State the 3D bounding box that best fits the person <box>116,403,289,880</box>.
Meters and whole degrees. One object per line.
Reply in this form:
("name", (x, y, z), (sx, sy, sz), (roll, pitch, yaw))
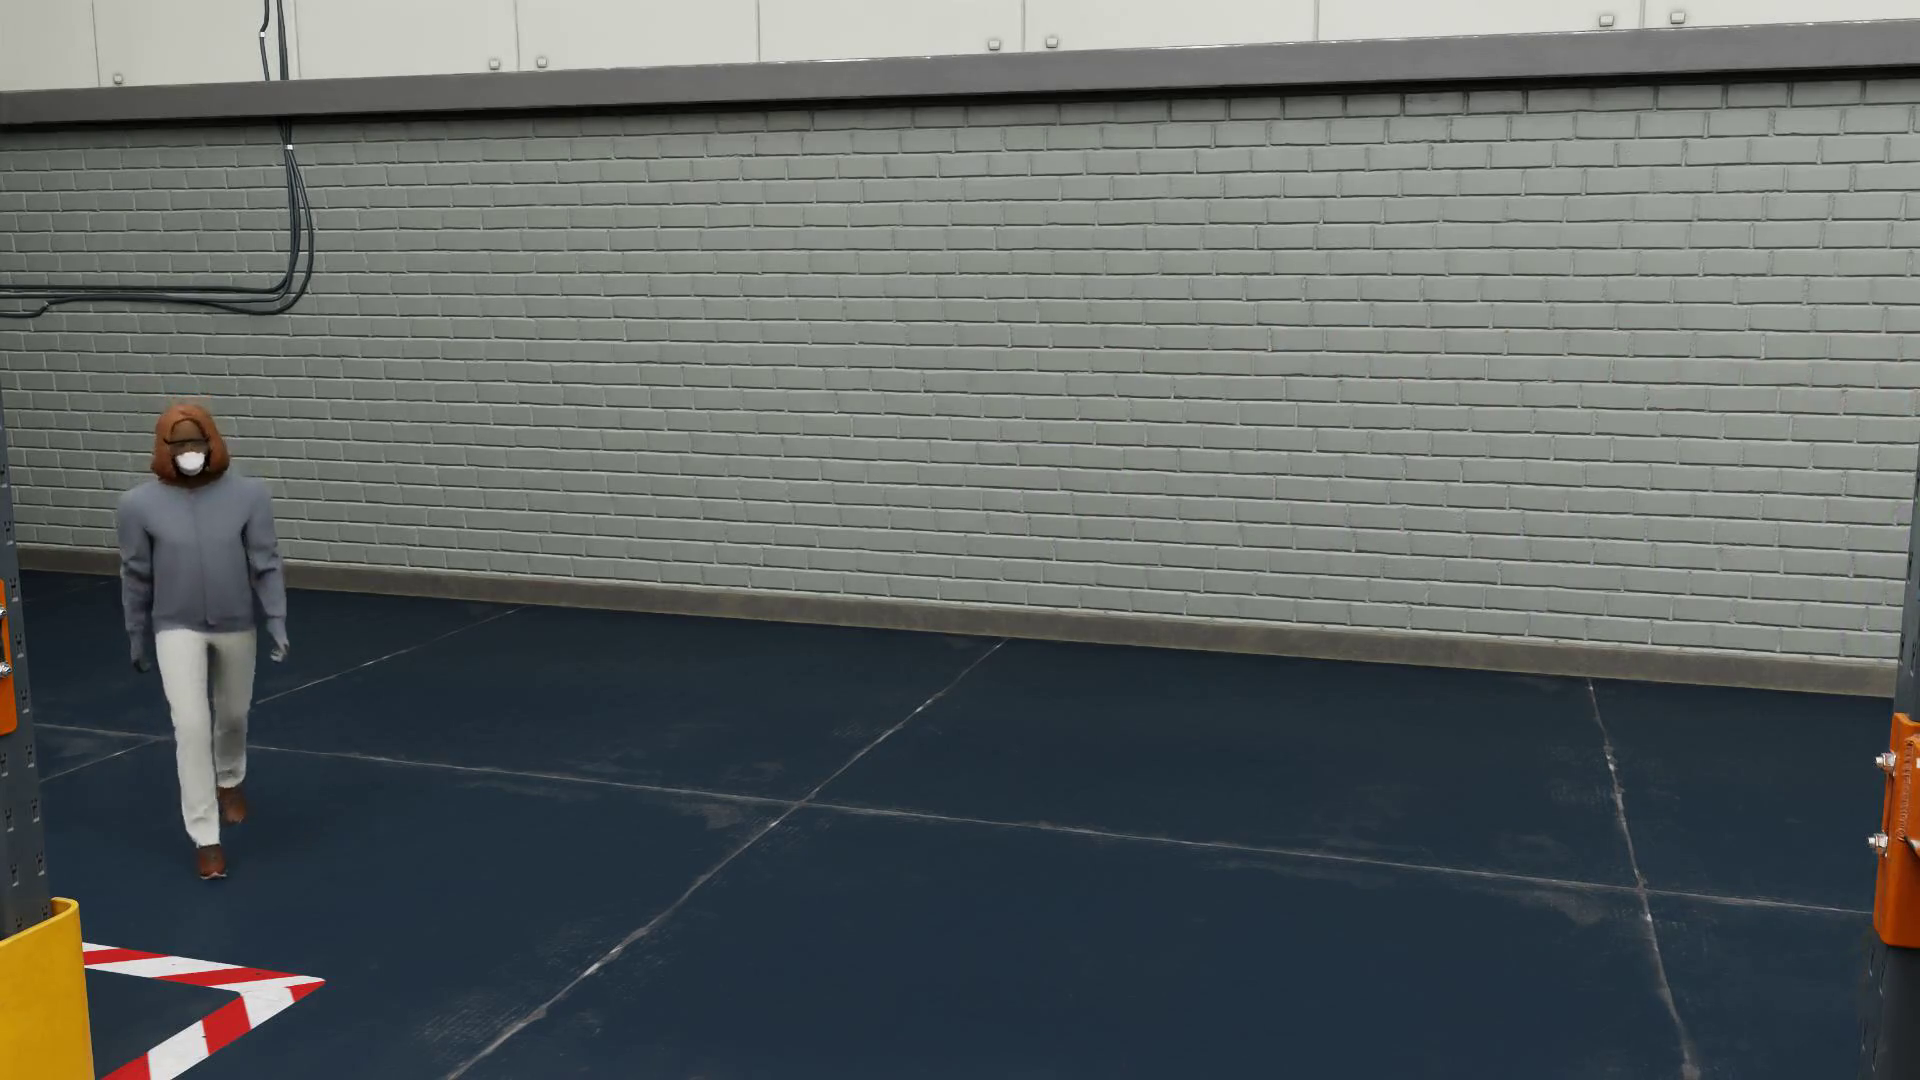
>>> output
("person", (-2.658, 0.304, 5.847), (0.501, 1.595, 0.806), (-6, 11, -33))
